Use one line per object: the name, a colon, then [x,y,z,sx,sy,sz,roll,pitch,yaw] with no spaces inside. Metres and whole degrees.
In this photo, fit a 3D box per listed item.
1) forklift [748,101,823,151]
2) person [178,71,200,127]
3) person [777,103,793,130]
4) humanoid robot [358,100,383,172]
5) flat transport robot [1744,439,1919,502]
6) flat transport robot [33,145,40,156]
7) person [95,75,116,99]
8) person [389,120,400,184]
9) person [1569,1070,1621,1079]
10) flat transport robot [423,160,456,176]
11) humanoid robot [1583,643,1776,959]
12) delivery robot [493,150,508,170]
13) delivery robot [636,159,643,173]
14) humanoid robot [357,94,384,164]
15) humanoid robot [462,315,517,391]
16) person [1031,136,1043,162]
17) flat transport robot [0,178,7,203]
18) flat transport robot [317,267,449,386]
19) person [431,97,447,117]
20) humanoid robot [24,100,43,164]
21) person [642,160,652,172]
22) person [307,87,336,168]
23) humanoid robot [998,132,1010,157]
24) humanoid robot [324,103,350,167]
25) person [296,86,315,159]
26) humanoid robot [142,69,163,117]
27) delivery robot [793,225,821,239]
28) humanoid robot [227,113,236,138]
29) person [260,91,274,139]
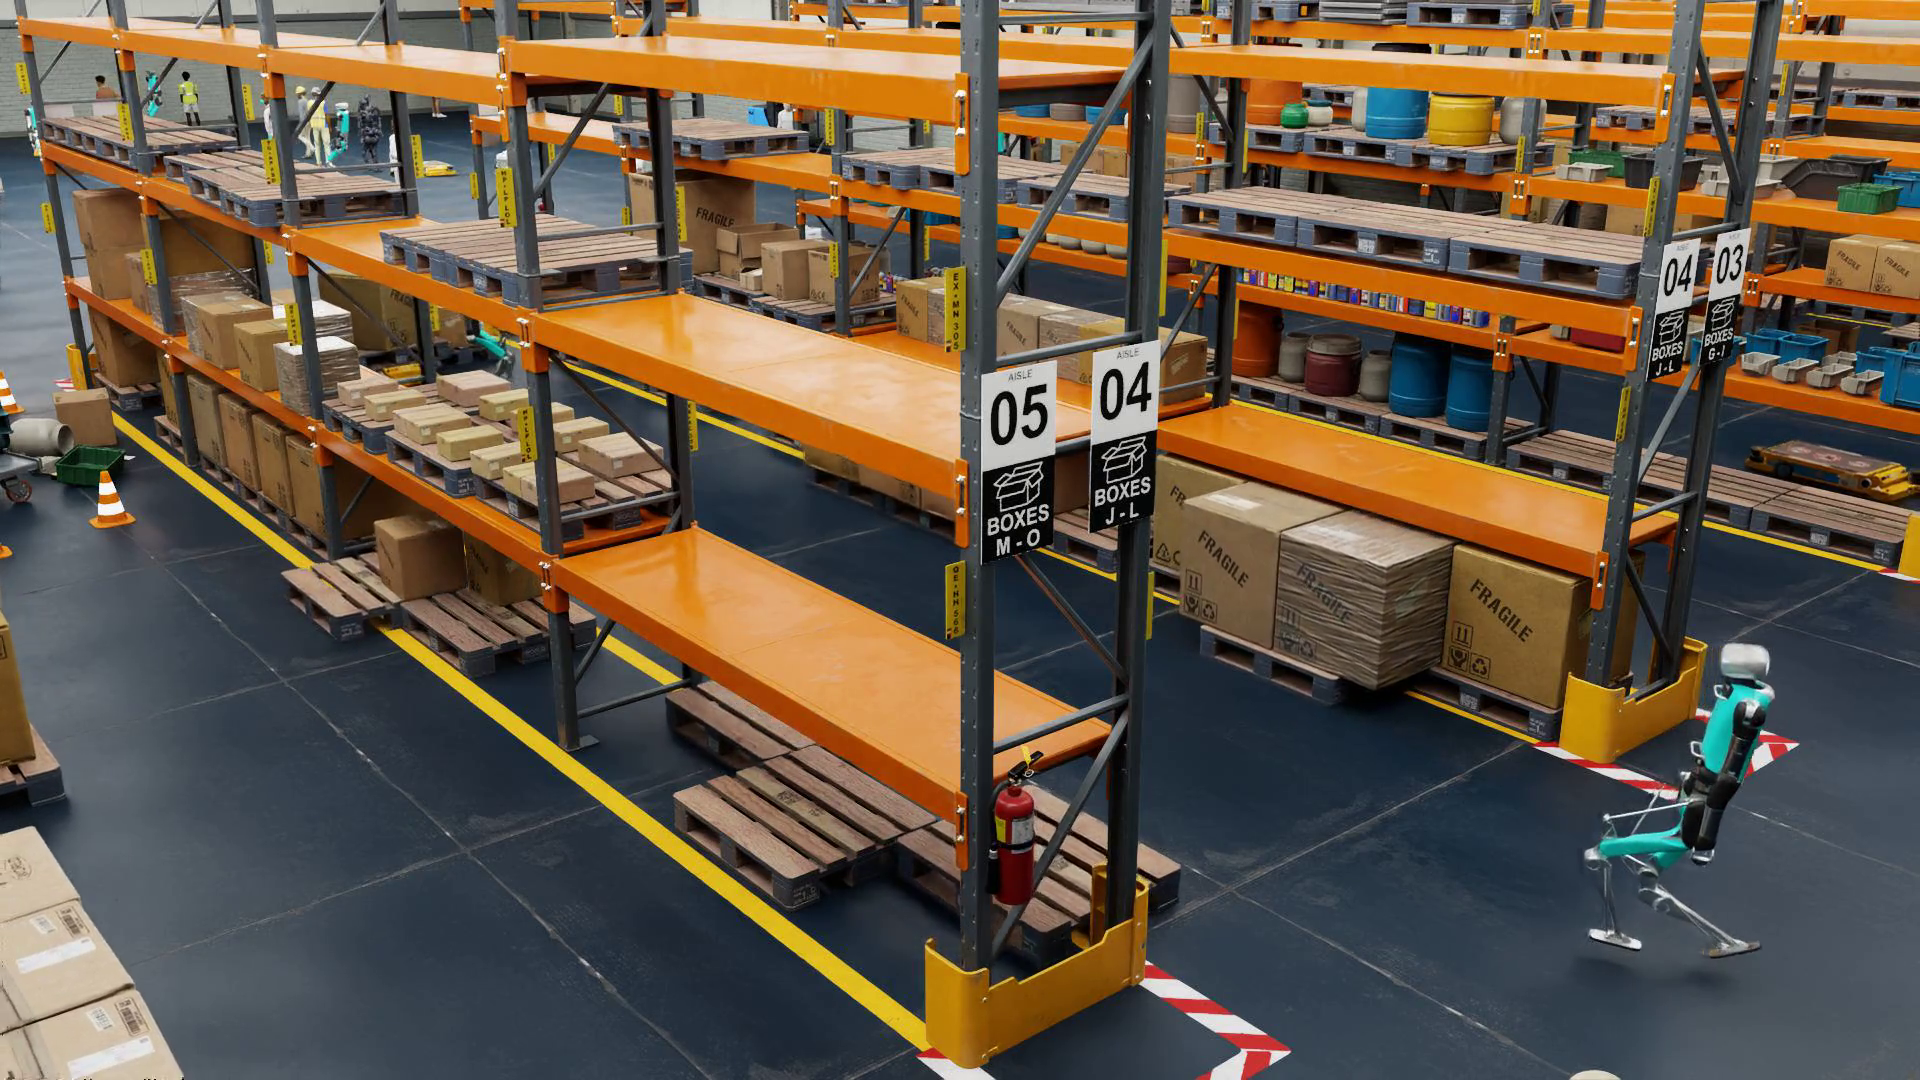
forklift: [-4.526,-11.368,42.374,1.129,2.768,1.873,-15,24,-37]
person: [-21.734,-12.348,46.924,0.317,1.696,0.538,18,26,41]
person: [-3.735,-8.778,36.480,0.572,1.889,0.374,2,19,5]
humanoid robot: [-13.572,-9.292,38.270,0.427,1.632,0.610,4,20,12]
flat transport robot: [8.334,-0.671,15.847,0.659,0.231,1.431,-13,23,-33]
flat transport robot: [-23.045,-9.873,42.033,0.659,0.231,1.431,-10,22,-26]
person: [-22.465,-11.335,43.878,0.958,1.807,0.776,8,21,22]
person: [-10.529,-6.986,31.388,0.573,1.882,0.355,11,22,28]
person: [1.742,2.356,4.925,0.374,1.796,0.604,-9,21,-25]
flat transport robot: [-12.155,-8.544,38.254,0.659,0.231,1.431,-13,23,-32]
humanoid robot: [3.412,1.305,8.036,1.026,1.735,0.537,6,20,17]
delivery robot: [-10.450,-8.821,38.625,0.499,0.605,0.799,7,21,20]
delivery robot: [-7.242,-8.392,37.412,0.499,0.609,0.805,-11,22,-28]
humanoid robot: [-14.202,-9.913,40.101,0.603,1.631,0.780,-3,20,-8]
humanoid robot: [-5.218,-2.394,18.523,0.874,1.765,0.607,-3,20,-10]
person: [1.401,-6.778,30.988,0.414,1.754,0.574,-5,20,-14]
flat transport robot: [-19.140,-6.313,31.903,0.659,0.231,1.431,-1,19,-3]
flat transport robot: [-6.849,-2.054,19.781,0.659,0.231,1.431,-18,26,-41]
person: [-16.293,-14.075,51.573,0.497,1.876,0.404,18,26,42]
humanoid robot: [-20.481,-8.899,37.159,0.530,1.777,1.046,-11,22,-29]
person: [-5.225,-5.964,28.371,0.375,1.957,0.605,-2,19,-5]
person: [-14.871,-9.554,38.684,0.523,1.893,0.400,2,19,6]
humanoid robot: [0.834,-7.377,32.750,0.540,1.819,0.678,11,22,28]
humanoid robot: [-13.652,-8.595,36.239,0.841,1.802,0.566,0,19,-1]
person: [-16.033,-10.232,40.814,0.641,1.744,0.575,4,20,11]
humanoid robot: [-22.608,-12.219,46.405,0.532,1.739,0.682,11,22,28]
delivery robot: [-2.686,-5.018,27.811,0.814,0.611,0.499,-16,25,-38]
humanoid robot: [-15.300,-8.221,35.260,0.779,1.622,0.589,-2,19,-5]
person: [-15.447,-9.116,37.426,0.349,1.905,0.487,-12,23,-31]
